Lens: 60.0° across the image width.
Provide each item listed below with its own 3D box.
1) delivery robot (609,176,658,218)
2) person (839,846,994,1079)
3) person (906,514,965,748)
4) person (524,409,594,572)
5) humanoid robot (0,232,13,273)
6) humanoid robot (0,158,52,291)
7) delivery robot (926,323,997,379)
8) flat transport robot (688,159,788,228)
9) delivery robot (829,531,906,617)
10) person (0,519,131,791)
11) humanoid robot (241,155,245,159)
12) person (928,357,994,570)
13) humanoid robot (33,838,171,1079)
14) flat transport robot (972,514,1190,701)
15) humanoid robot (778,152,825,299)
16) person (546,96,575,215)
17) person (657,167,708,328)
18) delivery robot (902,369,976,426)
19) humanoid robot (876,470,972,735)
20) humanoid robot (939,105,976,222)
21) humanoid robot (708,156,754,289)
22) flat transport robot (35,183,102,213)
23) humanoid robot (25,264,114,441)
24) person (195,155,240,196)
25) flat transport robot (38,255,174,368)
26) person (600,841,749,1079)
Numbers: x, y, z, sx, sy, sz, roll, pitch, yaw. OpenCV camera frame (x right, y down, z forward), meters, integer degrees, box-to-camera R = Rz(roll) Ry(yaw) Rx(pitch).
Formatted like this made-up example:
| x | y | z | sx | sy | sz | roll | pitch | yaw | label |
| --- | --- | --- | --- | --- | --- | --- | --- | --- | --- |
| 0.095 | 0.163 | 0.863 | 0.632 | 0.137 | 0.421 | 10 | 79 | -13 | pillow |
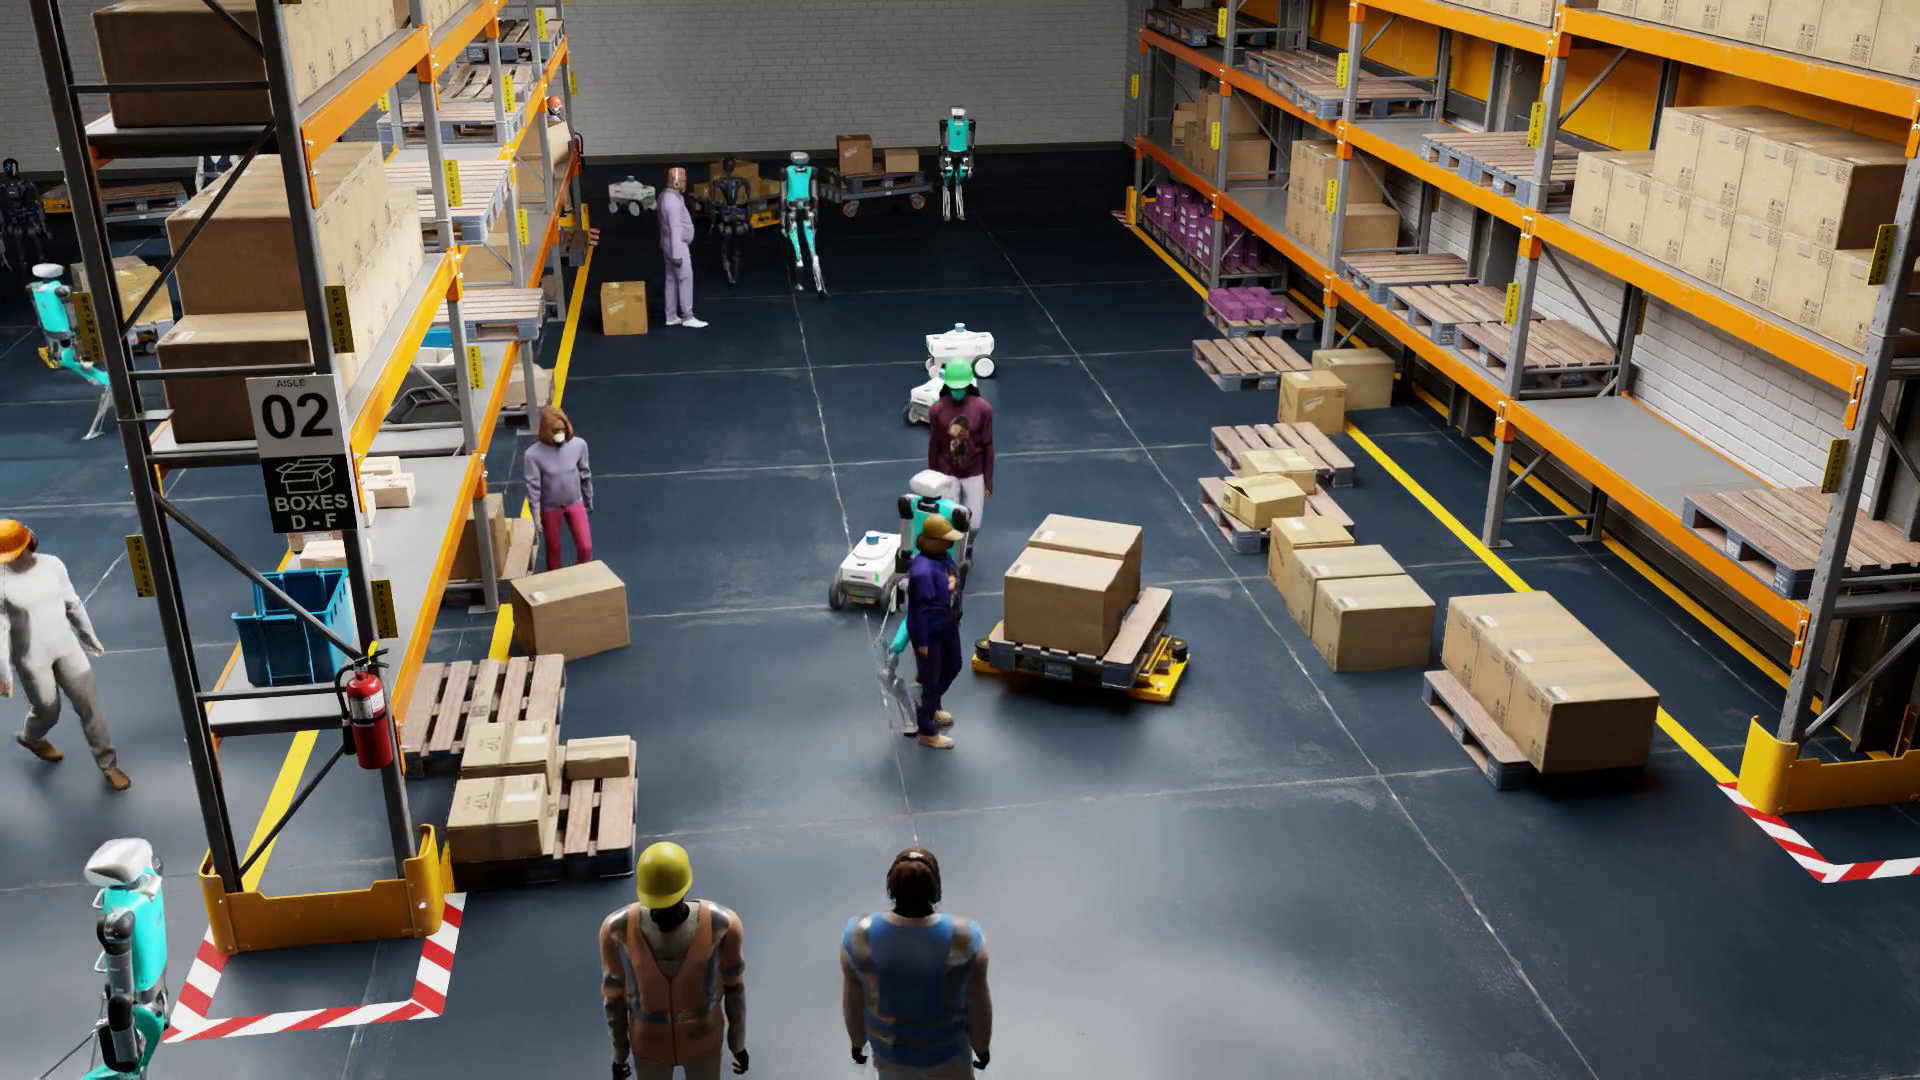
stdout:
| x | y | z | sx | sy | sz | roll | pitch | yaw | label |
| --- | --- | --- | --- | --- | --- | --- | --- | --- | --- |
| -4.940 | -5.198 | 25.166 | 0.770 | 0.595 | 0.499 | 13 | 27 | 28 | delivery robot |
| -0.178 | 2.104 | 6.954 | 0.641 | 1.826 | 0.701 | 4 | 24 | 8 | person |
| -0.147 | 0.582 | 10.678 | 0.363 | 1.615 | 0.477 | 11 | 26 | 23 | person |
| -2.954 | -0.198 | 12.457 | 0.521 | 1.610 | 0.715 | -13 | 27 | -27 | person |
| -11.454 | -3.290 | 19.434 | 0.613 | 1.645 | 0.438 | -13 | 27 | -28 | humanoid robot |
| -11.796 | -3.982 | 20.980 | 0.599 | 1.657 | 0.315 | -3 | 24 | -8 | humanoid robot |
| 0.001 | -2.052 | 17.962 | 0.739 | 0.566 | 0.499 | -3 | 24 | -8 | delivery robot |
| -3.312 | -4.865 | 24.762 | 1.431 | 0.231 | 0.659 | 22 | 32 | 40 | flat transport robot |
| -0.671 | 0.223 | 12.806 | 0.499 | 0.587 | 0.785 | 7 | 25 | 15 | delivery robot |
| -5.627 | 0.665 | 10.194 | 0.834 | 1.849 | 0.636 | 14 | 27 | 29 | person |
| -10.666 | -5.726 | 25.036 | 0.740 | 1.899 | 0.546 | 17 | 29 | 34 | humanoid robot |
| 0.005 | -0.531 | 12.829 | 0.516 | 1.926 | 0.572 | 0 | 24 | -1 | person |
| -3.674 | 2.136 | 7.110 | 0.745 | 1.876 | 0.538 | -4 | 24 | -8 | humanoid robot |
| 0.863 | 0.818 | 11.815 | 1.431 | 0.231 | 0.659 | 8 | 25 | 19 | flat transport robot |
| -1.884 | -3.871 | 20.728 | 0.562 | 1.813 | 0.870 | -11 | 26 | -24 | humanoid robot |
| -6.032 | -5.778 | 24.994 | 0.559 | 1.751 | 0.324 | 14 | 27 | 29 | person |
| -3.269 | -3.402 | 19.408 | 0.468 | 1.891 | 0.669 | -8 | 25 | -18 | person |
| -0.169 | -1.388 | 16.496 | 0.499 | 0.603 | 0.807 | 18 | 30 | 36 | delivery robot |
| -0.297 | 0.499 | 10.768 | 0.554 | 1.811 | 0.785 | 14 | 28 | 30 | humanoid robot |
| -0.075 | -5.509 | 24.243 | 0.533 | 1.672 | 0.735 | -3 | 24 | -8 | humanoid robot |
| -2.897 | -4.021 | 21.123 | 0.589 | 1.660 | 0.542 | -10 | 26 | -22 | humanoid robot |
| -13.752 | -5.288 | 25.724 | 0.659 | 0.231 | 1.431 | -4 | 24 | -9 | flat transport robot |
| -8.415 | -1.834 | 16.128 | 0.549 | 1.857 | 0.835 | 10 | 26 | 22 | humanoid robot |
| -9.997 | -4.729 | 22.597 | 0.762 | 1.759 | 0.440 | -3 | 24 | -6 | person |
| -9.535 | -2.214 | 18.723 | 1.431 | 0.231 | 0.659 | -17 | 29 | -34 | flat transport robot |
| -1.168 | 2.070 | 6.900 | 0.585 | 1.928 | 0.375 | -3 | 24 | -6 | person |
